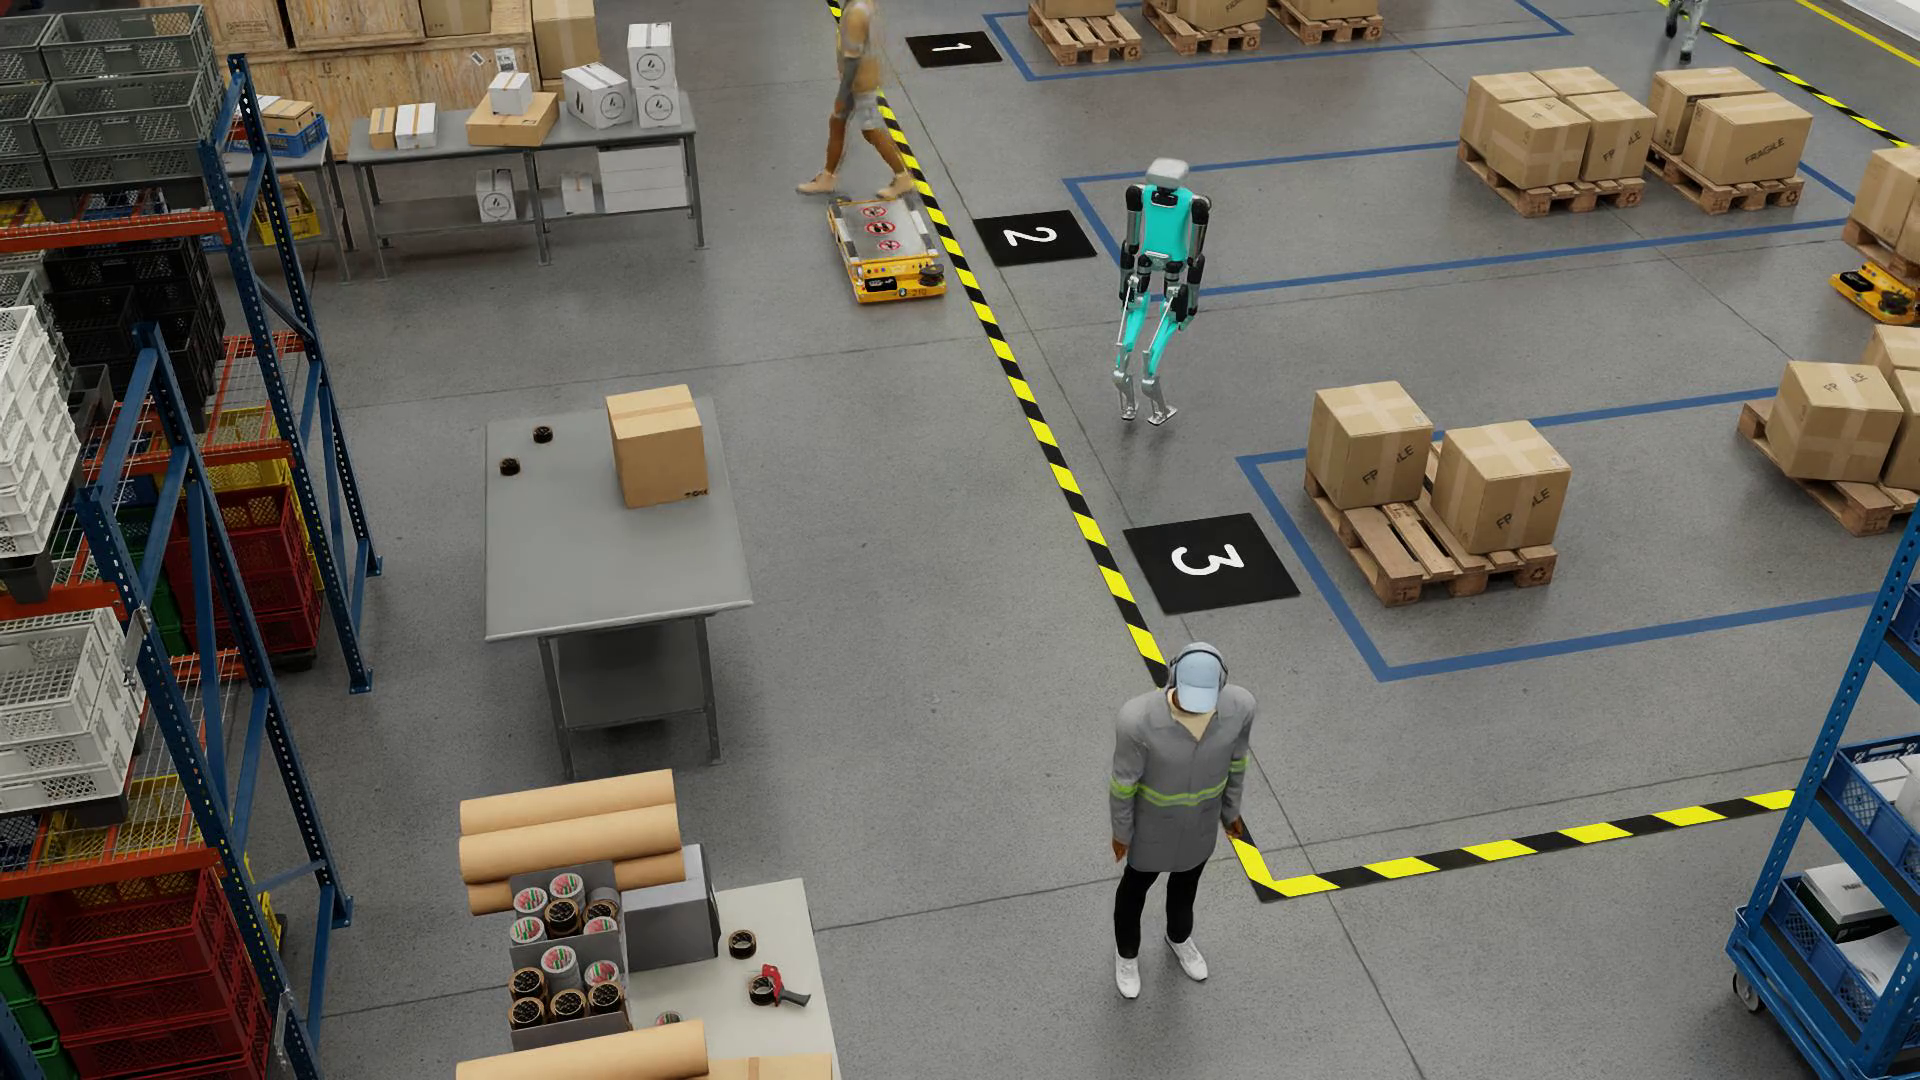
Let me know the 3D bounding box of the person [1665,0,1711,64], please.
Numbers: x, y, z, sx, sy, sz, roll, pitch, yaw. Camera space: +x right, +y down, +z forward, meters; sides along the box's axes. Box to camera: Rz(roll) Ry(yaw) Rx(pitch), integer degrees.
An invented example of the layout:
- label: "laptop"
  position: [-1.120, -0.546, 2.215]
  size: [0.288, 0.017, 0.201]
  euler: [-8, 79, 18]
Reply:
- label: "person"
  position: [6.949, -5.452, 15.591]
  size: [0.593, 1.811, 0.721]
  euler: [10, 38, 13]

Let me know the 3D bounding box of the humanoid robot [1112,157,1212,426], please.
- label: "humanoid robot"
  position: [1.140, -1.432, 10.132]
  size: [0.533, 1.681, 0.735]
  euler: [17, 40, 22]

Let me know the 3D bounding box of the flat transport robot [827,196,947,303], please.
- label: "flat transport robot"
  position: [-0.570, -2.220, 12.538]
  size: [0.659, 0.231, 1.431]
  euler: [-8, 37, -10]

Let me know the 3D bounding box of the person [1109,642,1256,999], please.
- label: "person"
  position: [0.881, 1.128, 6.715]
  size: [0.587, 1.849, 0.396]
  euler: [-9, 38, -12]

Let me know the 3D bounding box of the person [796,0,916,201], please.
- label: "person"
  position: [-0.817, -3.592, 12.936]
  size: [0.961, 2.003, 0.619]
  euler: [-5, 37, -7]

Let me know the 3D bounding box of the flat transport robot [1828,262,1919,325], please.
- label: "flat transport robot"
  position: [7.143, -1.863, 12.034]
  size: [1.431, 0.197, 0.652]
  euler: [-8, 37, -10]
